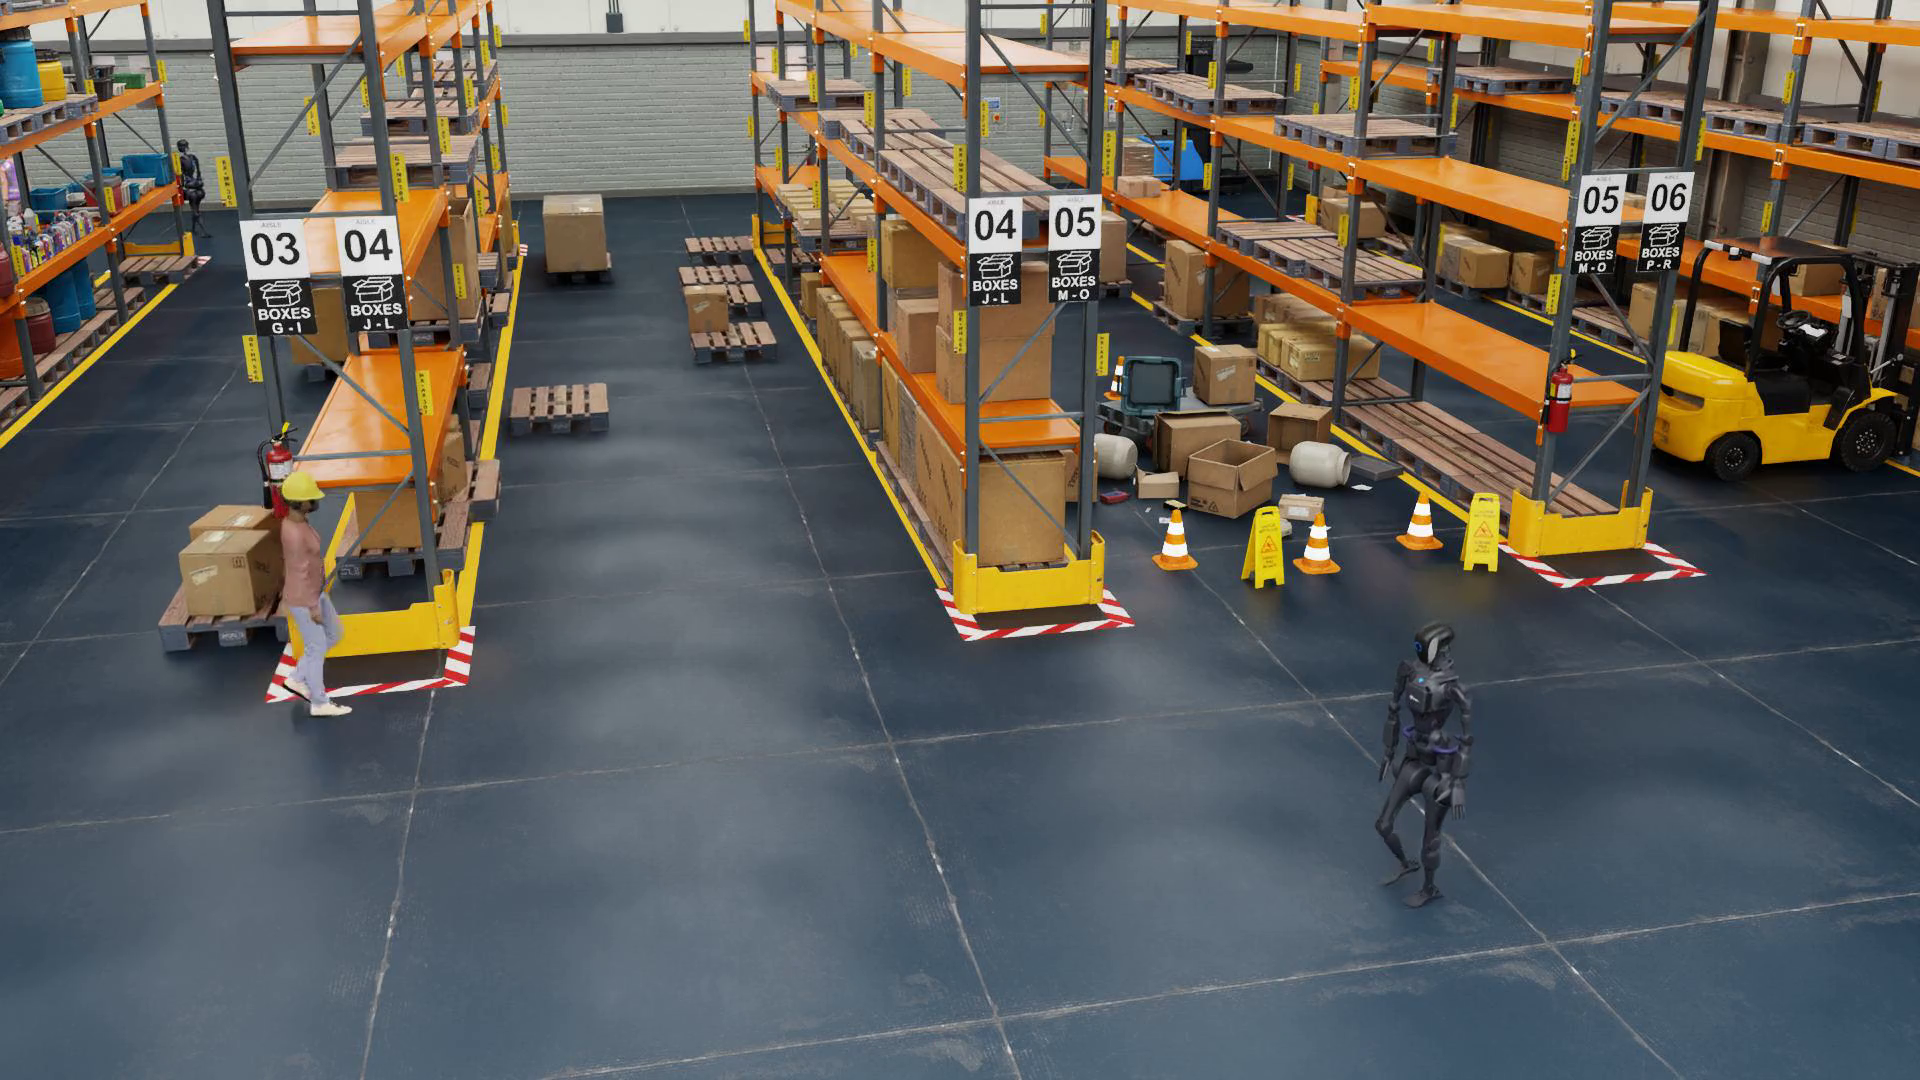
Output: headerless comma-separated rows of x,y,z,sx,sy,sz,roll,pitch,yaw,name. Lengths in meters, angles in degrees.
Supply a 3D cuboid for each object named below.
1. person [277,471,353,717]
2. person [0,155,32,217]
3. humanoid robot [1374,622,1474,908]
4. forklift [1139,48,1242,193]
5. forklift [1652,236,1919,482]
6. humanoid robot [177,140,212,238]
-4.317,0.379,11.054,0.388,1.752,0.518,-5,21,-14,person
-15.366,-5.563,27.147,0.348,1.688,0.490,10,23,26,person
2.502,1.216,8.909,0.340,1.651,0.608,-12,24,-30,humanoid robot
4.566,-8.313,32.860,1.873,2.768,1.129,-4,21,-12,forklift
8.013,-1.814,16.330,2.313,2.155,1.214,-4,21,-12,forklift
-13.148,-5.987,28.353,0.755,1.627,0.601,7,21,18,humanoid robot
